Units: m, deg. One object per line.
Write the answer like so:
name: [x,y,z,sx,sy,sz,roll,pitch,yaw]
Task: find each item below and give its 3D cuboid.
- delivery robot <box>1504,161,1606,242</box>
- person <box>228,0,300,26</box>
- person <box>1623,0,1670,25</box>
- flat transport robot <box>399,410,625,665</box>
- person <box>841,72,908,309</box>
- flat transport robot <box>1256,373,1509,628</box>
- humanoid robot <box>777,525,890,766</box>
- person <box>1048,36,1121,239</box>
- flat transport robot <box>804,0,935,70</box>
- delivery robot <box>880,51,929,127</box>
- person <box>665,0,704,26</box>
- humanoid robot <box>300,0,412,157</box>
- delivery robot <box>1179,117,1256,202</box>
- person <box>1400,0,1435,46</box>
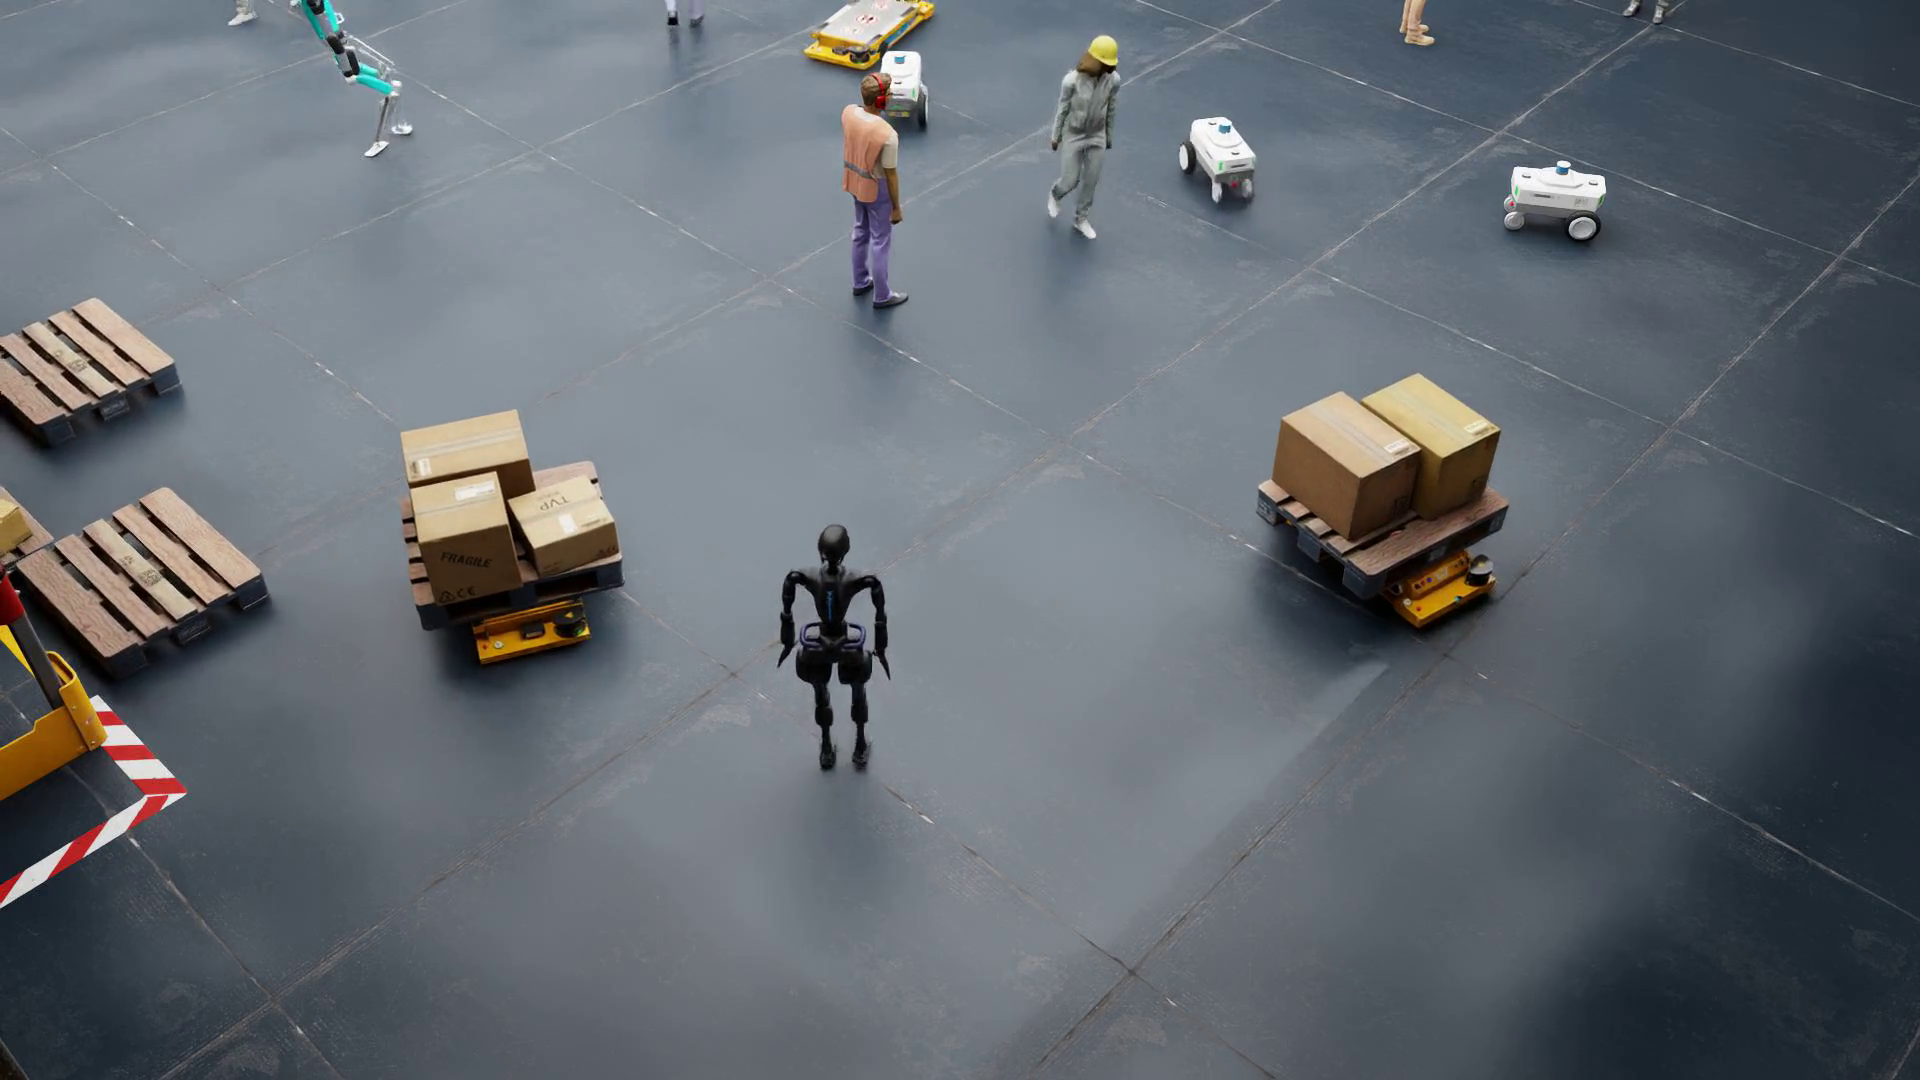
delivery robot: [4.811,-2.753,13.381,0.794,0.606,0.499,9,43,10]
person: [-6.877,-5.791,15.953,0.520,1.609,0.695,33,51,31]
person: [6.791,-5.888,15.903,0.565,1.834,0.404,21,46,21]
flat transport robot: [-2.752,0.165,10.342,0.659,0.231,1.431,-13,44,-14]
person: [-0.643,-2.536,12.174,0.376,1.838,0.561,-31,50,-30]
flat transport robot: [2.643,-0.039,10.569,0.659,0.231,1.431,-24,47,-24]
humanoid robot: [-0.679,0.586,8.821,0.610,1.650,0.311,1,42,1]
person: [0.970,-3.150,12.944,0.510,1.712,0.525,-14,44,-15]
flat transport robot: [-0.860,-4.951,16.029,0.659,0.231,1.431,19,45,20]
delivery robot: [-0.523,-4.019,14.794,0.523,0.614,0.785,1,42,1]
person: [-2.646,-5.733,15.728,0.578,1.831,0.453,2,42,2]
humanoid robot: [-4.986,-4.071,13.962,0.866,1.778,0.597,-19,45,-20]
delivery robot: [2.183,-3.224,13.892,0.499,0.590,0.793,-10,43,-11]
person: [4.419,-5.529,15.566,0.320,1.746,0.474,2,42,3]
